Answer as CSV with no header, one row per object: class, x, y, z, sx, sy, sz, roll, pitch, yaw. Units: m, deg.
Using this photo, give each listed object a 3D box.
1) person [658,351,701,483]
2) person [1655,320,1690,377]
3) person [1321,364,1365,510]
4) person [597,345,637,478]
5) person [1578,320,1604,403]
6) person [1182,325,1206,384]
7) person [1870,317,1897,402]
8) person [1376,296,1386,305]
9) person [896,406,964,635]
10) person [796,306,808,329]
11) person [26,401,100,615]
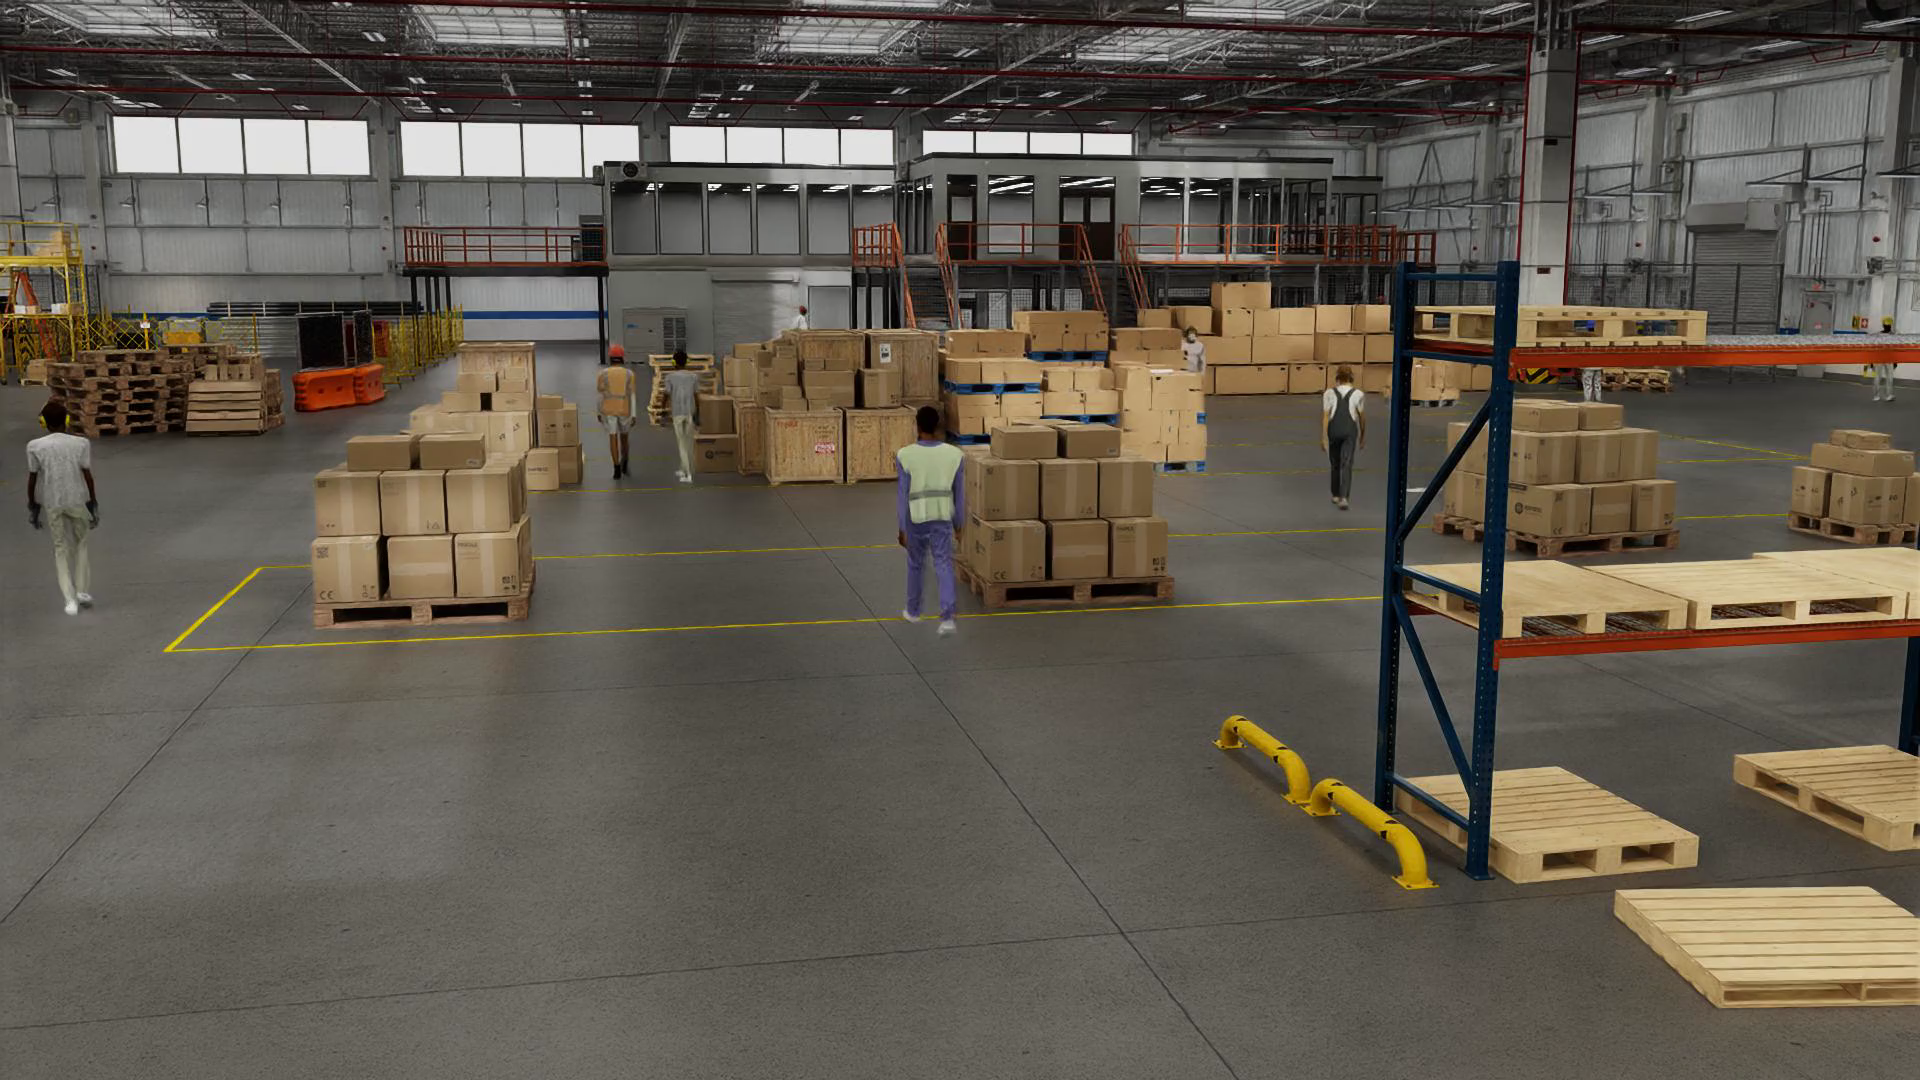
person,-3.973,-1.741,23.437,0.517,1.835,0.862,-7,12,-36
person,19.547,-5.363,45.644,0.629,1.796,0.953,-9,13,-43
person,4.795,-1.294,20.813,0.526,1.808,0.957,2,10,13
person,-4.935,-1.854,23.958,0.547,1.884,0.996,-3,10,-16
person,12.856,-3.510,33.859,0.615,1.943,0.405,-4,10,-22
person,4.349,-3.150,31.803,0.638,1.914,0.854,-2,10,-13
person,20.651,-4.017,37.109,0.618,1.879,0.947,2,10,12
person,14.557,-7.452,57.737,0.377,1.995,0.608,2,10,12
person,-0.234,-0.171,13.751,0.610,1.874,1.004,-3,10,-18
person,-4.839,-6.208,50.685,1.001,1.835,0.584,-2,10,-14
person,-7.854,-0.294,14.560,0.550,1.839,0.802,-5,11,-29
